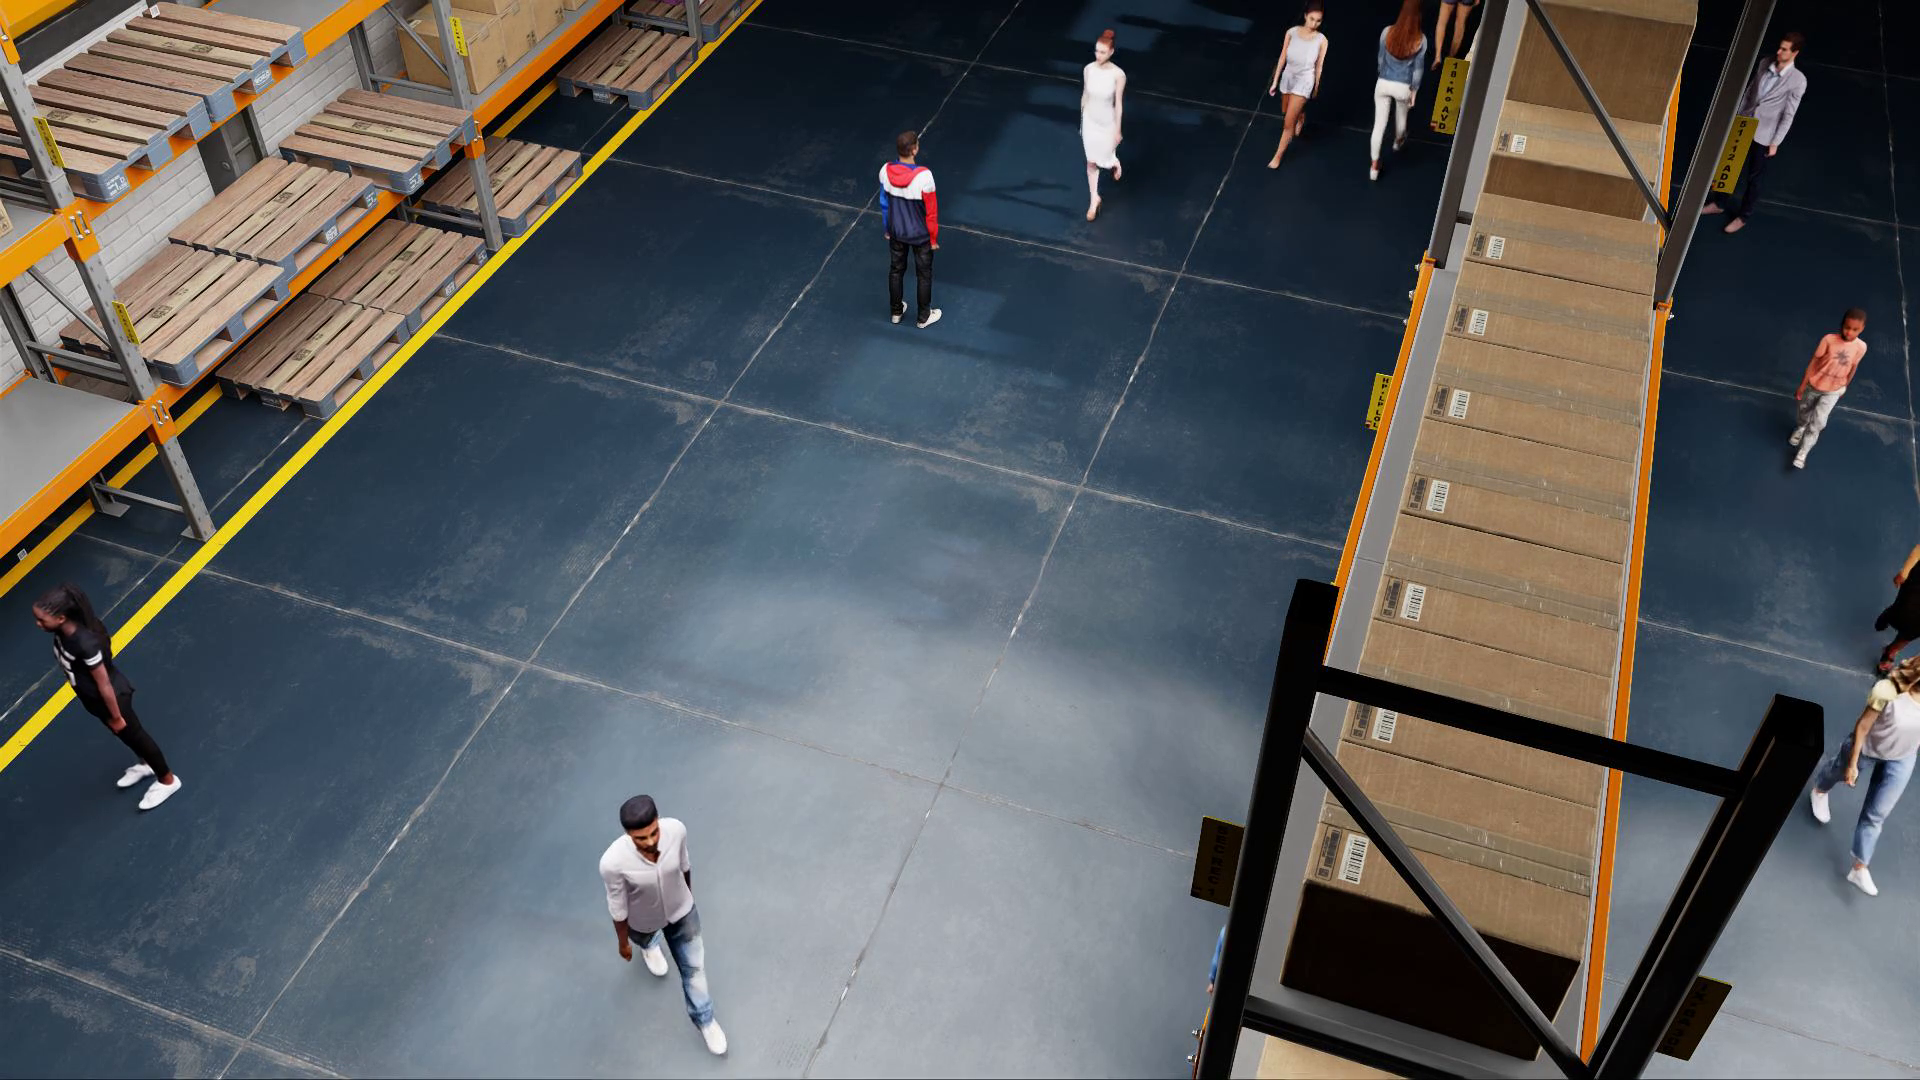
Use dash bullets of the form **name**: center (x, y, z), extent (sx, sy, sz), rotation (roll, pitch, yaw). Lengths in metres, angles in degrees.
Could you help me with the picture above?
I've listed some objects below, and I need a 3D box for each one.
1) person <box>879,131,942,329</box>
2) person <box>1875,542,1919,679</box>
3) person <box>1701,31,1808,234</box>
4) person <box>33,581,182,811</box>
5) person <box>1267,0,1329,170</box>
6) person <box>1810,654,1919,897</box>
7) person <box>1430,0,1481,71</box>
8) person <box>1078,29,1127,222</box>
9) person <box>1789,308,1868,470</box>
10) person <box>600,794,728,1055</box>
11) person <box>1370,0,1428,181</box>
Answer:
- **person**: center (-0.413, -2.524, 13.526), extent (0.641, 1.757, 0.532), rotation (16, 46, 16)
- **person**: center (6.287, 0.225, 10.725), extent (0.576, 1.640, 0.703), rotation (16, 46, 17)
- **person**: center (7.023, -3.599, 14.586), extent (0.823, 1.852, 0.763), rotation (-18, 46, -18)
- **person**: center (-5.101, 0.926, 9.924), extent (0.673, 1.731, 0.659), rotation (29, 51, 27)
- **person**: center (3.182, -4.299, 15.510), extent (0.782, 1.591, 1.072), rotation (29, 51, 27)
- **person**: center (5.325, 1.160, 9.719), extent (0.826, 1.675, 1.185), rotation (5, 44, 6)
- **person**: center (4.998, -5.447, 16.620), extent (0.603, 1.721, 0.805), rotation (12, 45, 13)
- **person**: center (1.300, -3.686, 14.730), extent (0.689, 1.780, 0.890), rotation (24, 48, 23)
- **person**: center (6.503, -1.220, 12.501), extent (0.586, 1.283, 0.884), rotation (23, 48, 22)
- **person**: center (-1.657, 1.897, 8.878), extent (1.185, 1.767, 1.191), rotation (-22, 48, -21)
- **person**: center (3.951, -4.081, 15.227), extent (0.627, 1.665, 1.016), rotation (17, 46, 17)
